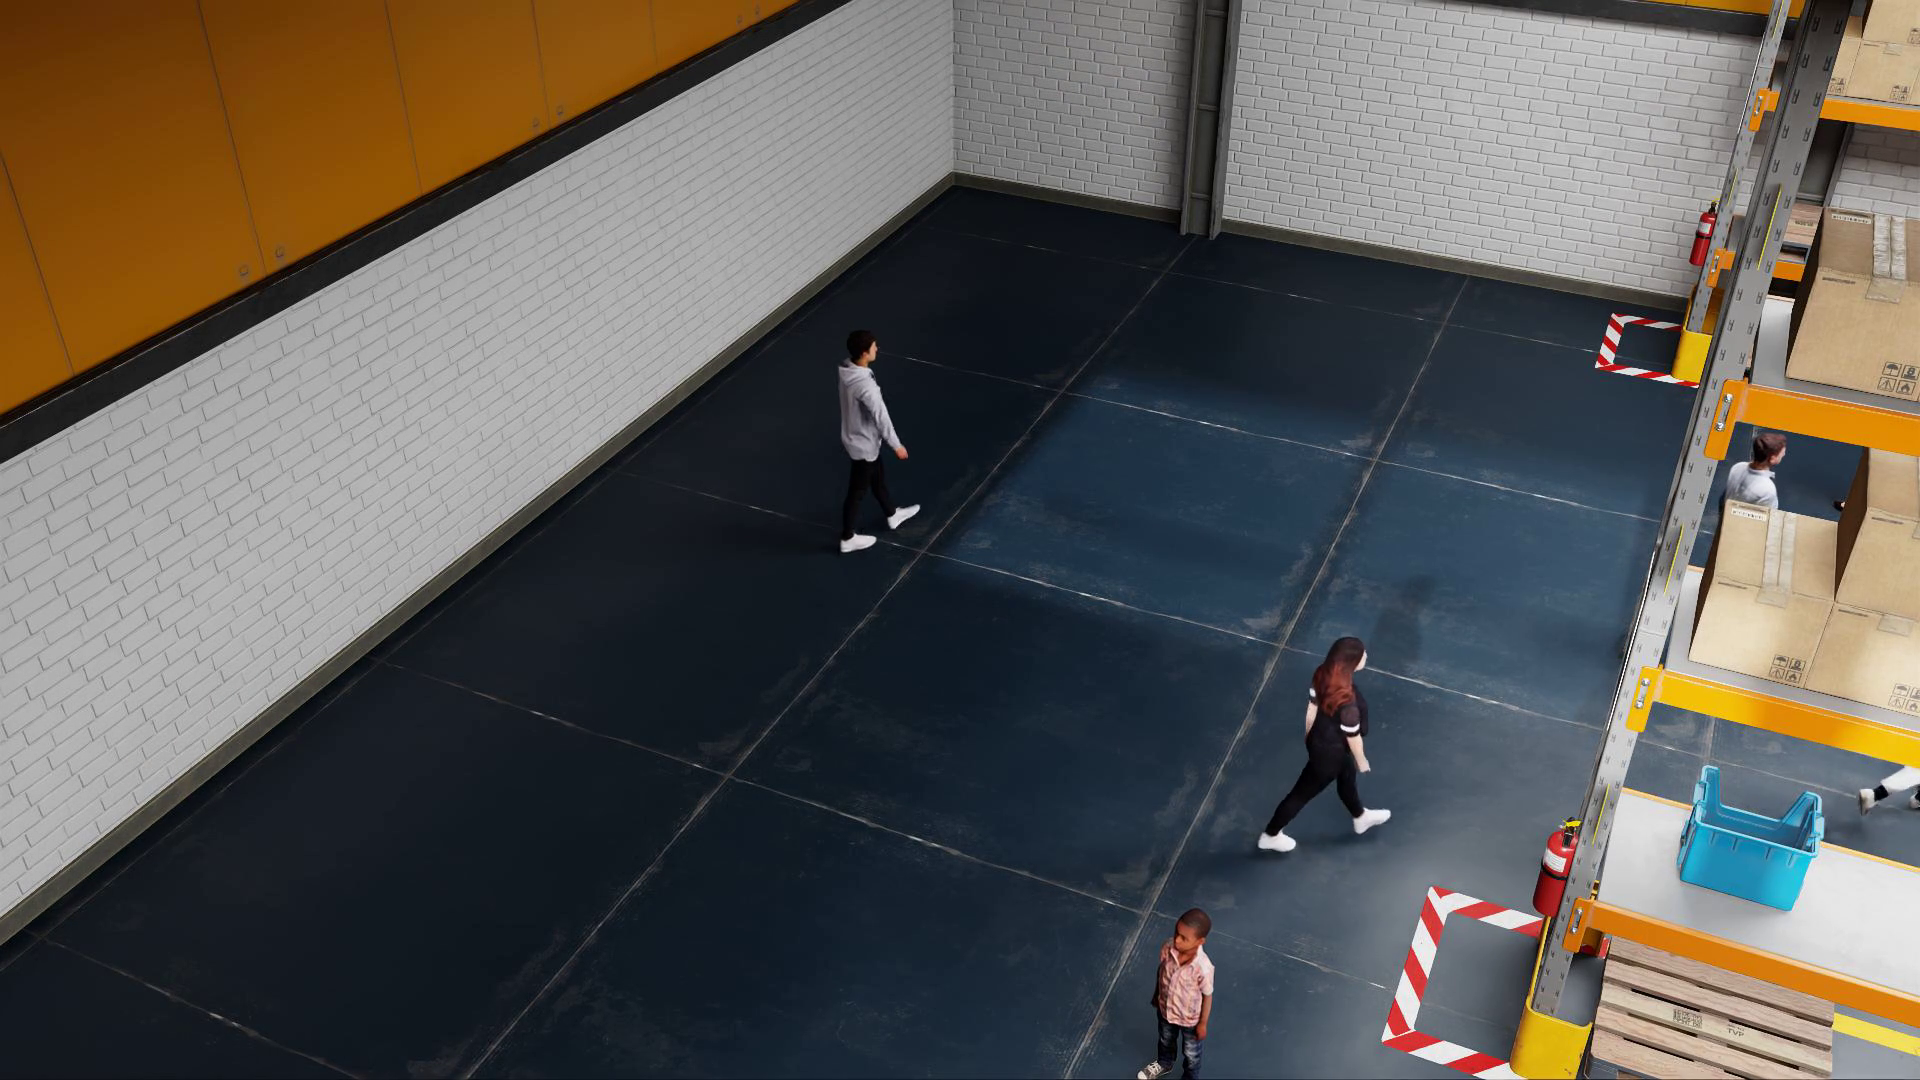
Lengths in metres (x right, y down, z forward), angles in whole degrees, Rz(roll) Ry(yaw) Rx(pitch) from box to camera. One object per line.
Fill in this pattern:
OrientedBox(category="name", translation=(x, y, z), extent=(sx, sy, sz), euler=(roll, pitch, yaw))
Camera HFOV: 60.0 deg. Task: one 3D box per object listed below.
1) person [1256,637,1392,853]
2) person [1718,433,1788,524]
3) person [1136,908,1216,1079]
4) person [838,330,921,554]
OrientedBox(category="person", translation=(2.197, 1.318, 10.244), extent=(1.207, 1.588, 1.042), euler=(-6, 34, -10))
OrientedBox(category="person", translation=(5.568, 0.040, 11.933), extent=(0.741, 1.846, 0.727), euler=(-6, 34, -9))
OrientedBox(category="person", translation=(1.183, 2.452, 8.791), extent=(0.636, 1.307, 0.520), euler=(-27, 42, -35))
OrientedBox(category="person", translation=(-0.834, -0.730, 13.042), extent=(1.107, 1.902, 1.072), euler=(-14, 36, -20))
